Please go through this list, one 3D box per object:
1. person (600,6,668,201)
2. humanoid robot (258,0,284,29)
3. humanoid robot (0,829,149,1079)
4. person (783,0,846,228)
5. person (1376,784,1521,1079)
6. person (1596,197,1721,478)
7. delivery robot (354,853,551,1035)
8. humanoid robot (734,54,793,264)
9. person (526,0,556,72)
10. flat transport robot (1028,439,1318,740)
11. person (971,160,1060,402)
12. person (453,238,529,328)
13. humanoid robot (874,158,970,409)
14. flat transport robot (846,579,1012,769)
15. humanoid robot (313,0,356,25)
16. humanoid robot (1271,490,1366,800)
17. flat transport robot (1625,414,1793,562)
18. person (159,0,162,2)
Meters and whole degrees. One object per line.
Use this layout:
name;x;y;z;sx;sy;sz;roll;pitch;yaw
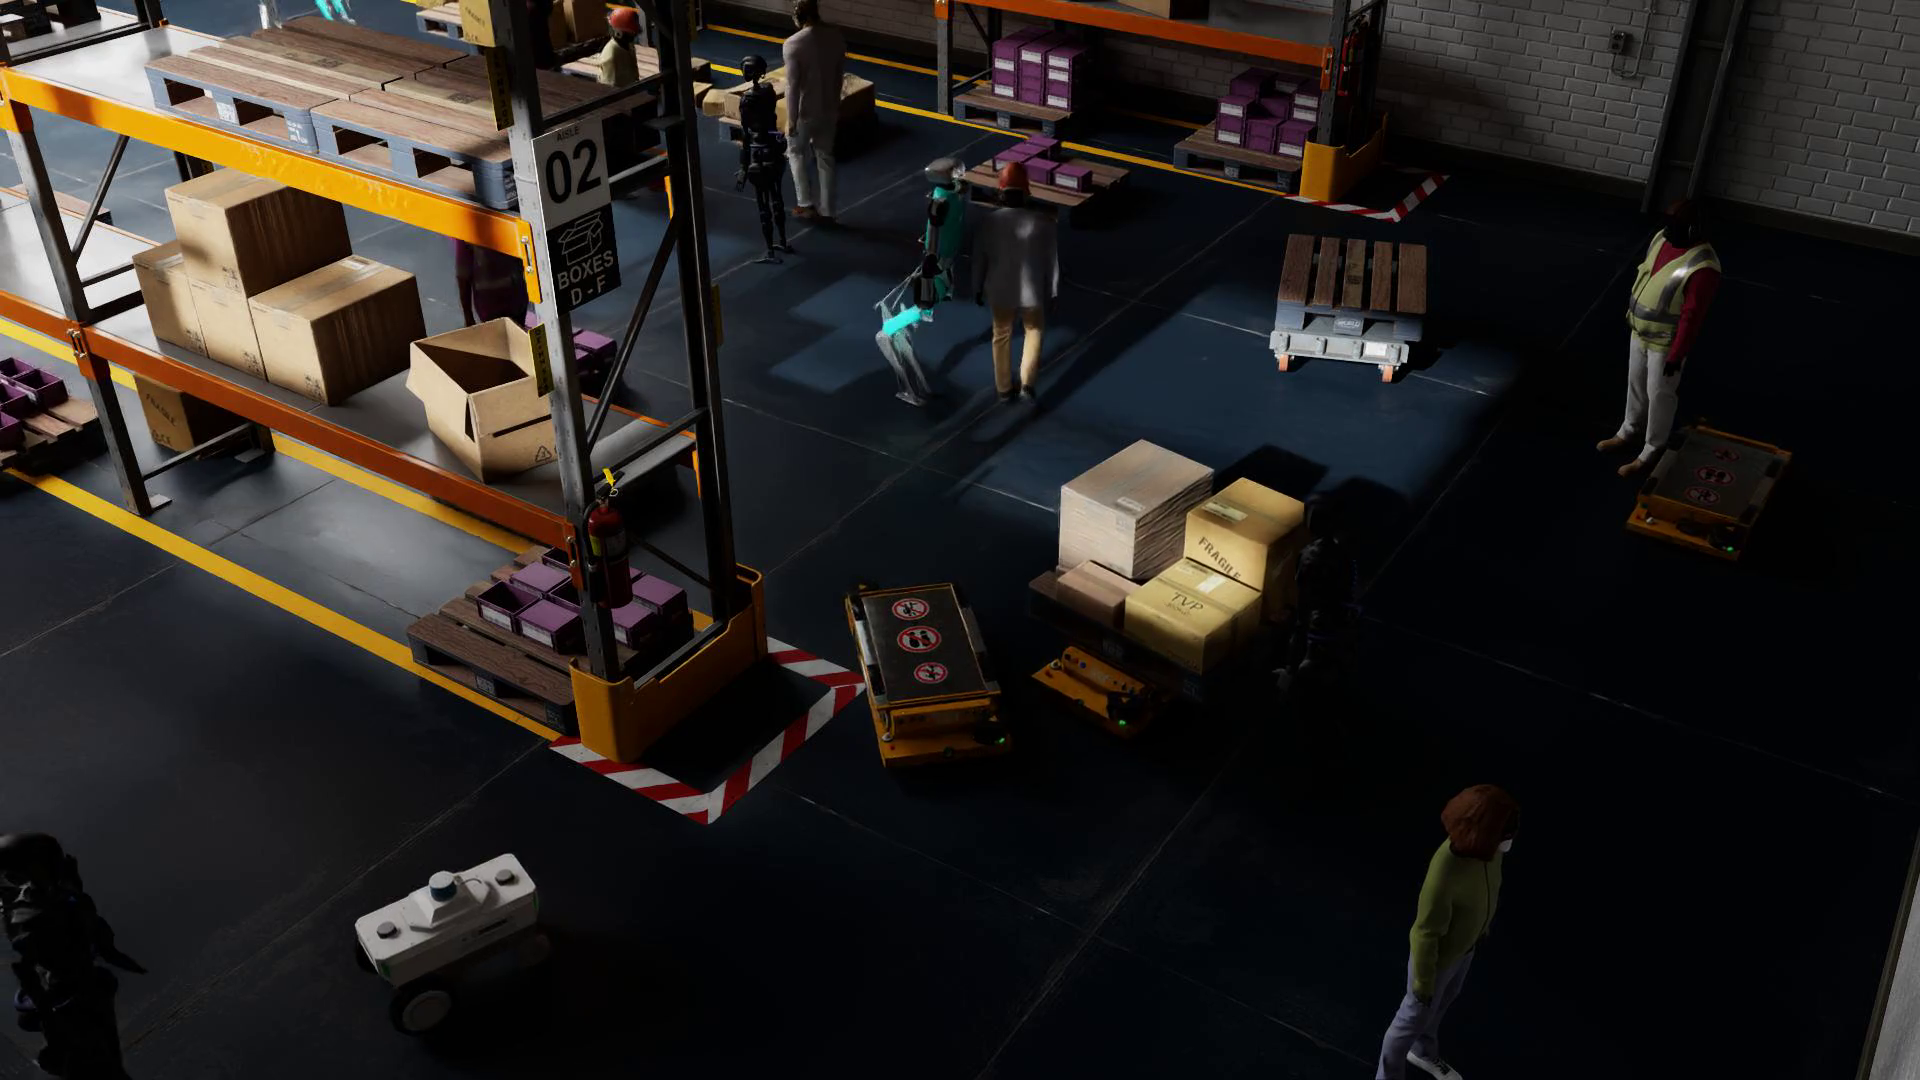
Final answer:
person;-2.802;-3.717;14.250;0.673;1.716;0.573;9;34;13
humanoid robot;-7.808;-6.332;18.280;0.596;1.759;0.916;-5;33;-7
humanoid robot;-3.187;1.674;6.014;0.345;1.650;0.602;-4;33;-6
person;-1.220;-3.565;13.853;0.651;1.902;0.548;-25;41;-33
person;1.839;1.540;6.261;0.280;1.624;0.492;26;41;34
person;4.368;-1.270;10.395;0.431;1.838;0.623;-4;33;-6
delivery robot;-2.167;1.669;7.057;0.807;0.606;0.499;-22;39;-30
humanoid robot;-1.573;-3.029;13.224;0.315;1.657;0.599;13;35;19
person;-3.797;-4.323;15.002;0.624;1.927;0.530;-8;34;-12
flat transport robot;1.096;0.549;9.030;0.659;0.231;1.431;27;42;35
person;0.369;-1.697;11.125;0.592;1.736;0.471;2;33;3
person;-2.918;-1.502;10.784;1.005;1.791;0.518;23;40;31
humanoid robot;-0.311;-1.688;11.173;0.741;1.829;0.539;10;34;15
flat transport robot;-0.192;0.663;8.854;0.659;0.231;1.431;-6;34;-9
humanoid robot;-6.619;-5.814;17.542;0.830;1.872;0.548;23;40;31
humanoid robot;1.733;0.517;7.797;0.445;1.635;0.587;22;39;30
flat transport robot;4.710;-0.345;10.404;0.659;0.231;1.431;21;38;28
person;-9.735;-7.336;19.781;0.450;1.757;0.752;10;34;15
